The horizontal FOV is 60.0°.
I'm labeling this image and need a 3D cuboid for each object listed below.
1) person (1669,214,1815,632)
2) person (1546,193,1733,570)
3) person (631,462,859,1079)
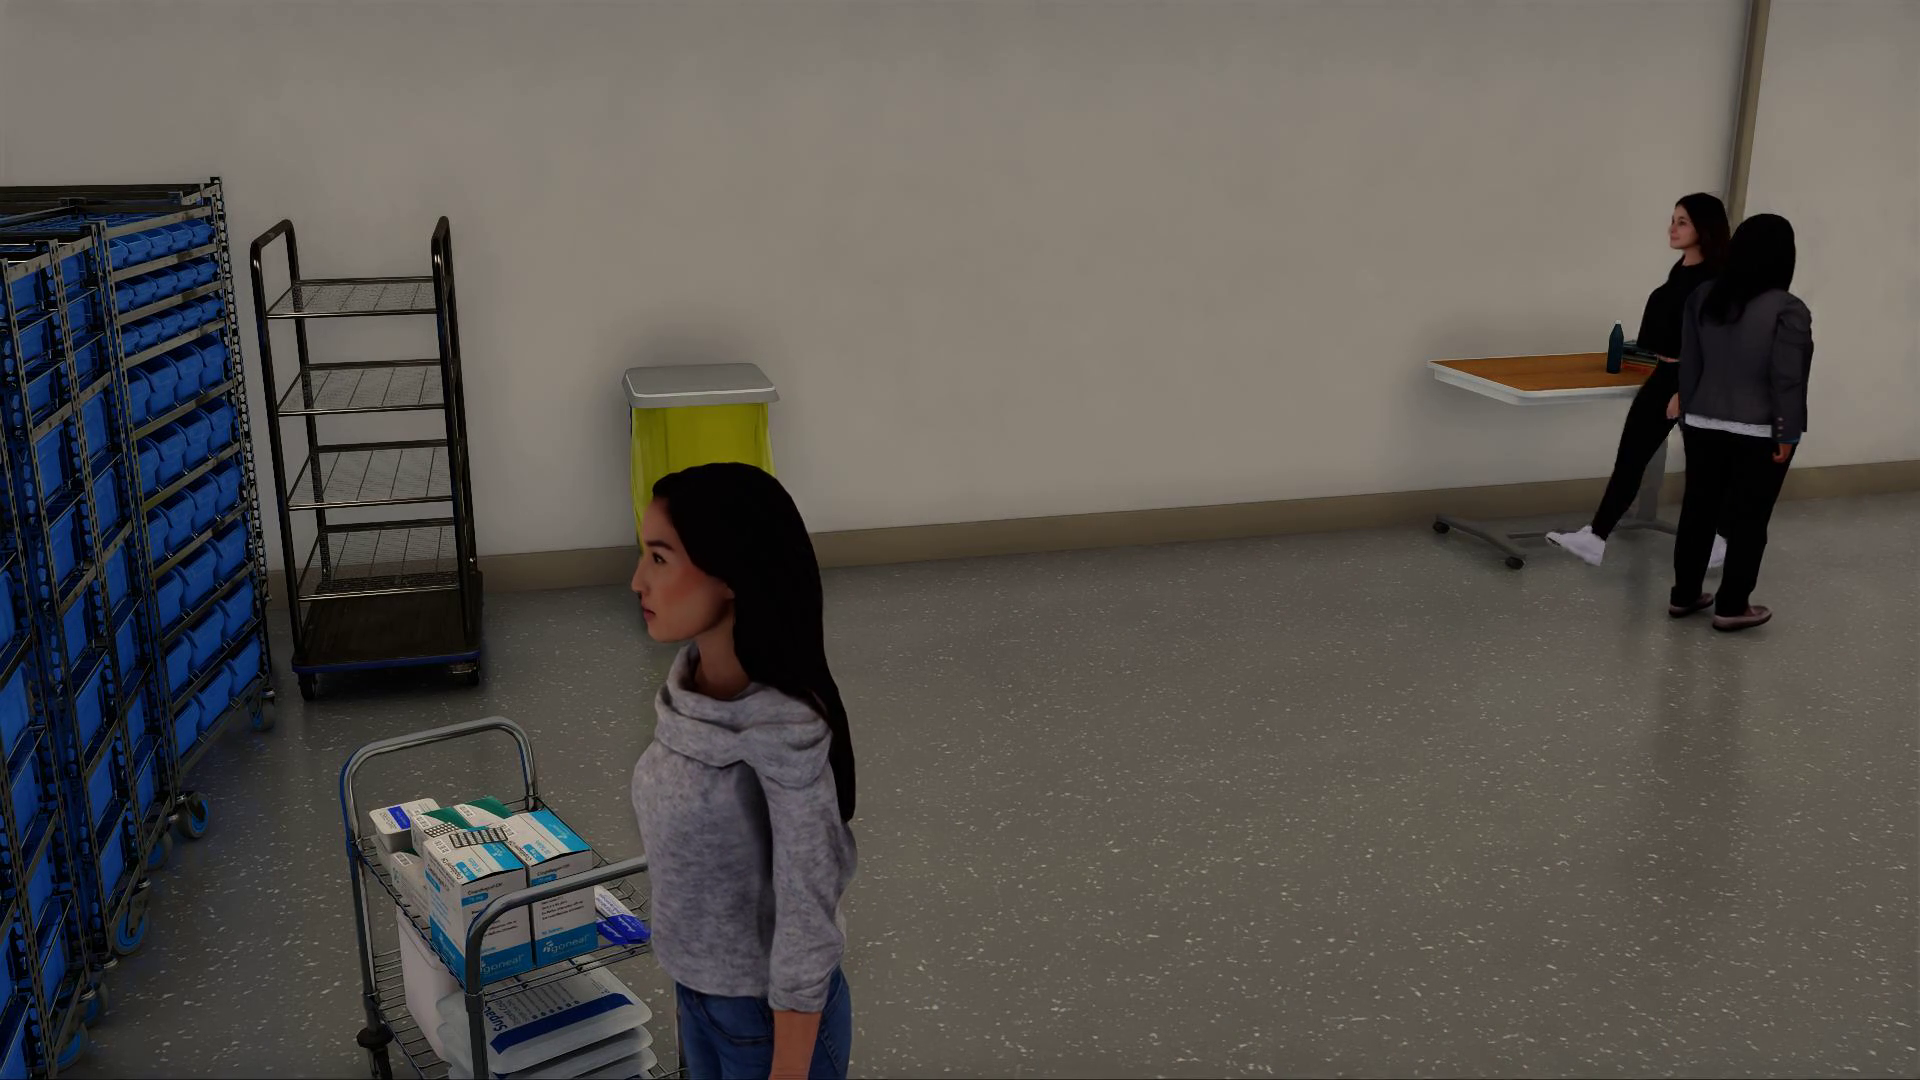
[{"bbox_3d":[2.998,-0.447,6.410,0.750,1.599,0.745,-10,18,-30],"label":"person"},{"bbox_3d":[3.134,-0.608,6.996,1.112,1.591,0.684,-2,16,-8],"label":"person"},{"bbox_3d":[-0.276,0.673,2.378,0.568,1.632,0.641,-7,17,-24],"label":"person"}]
